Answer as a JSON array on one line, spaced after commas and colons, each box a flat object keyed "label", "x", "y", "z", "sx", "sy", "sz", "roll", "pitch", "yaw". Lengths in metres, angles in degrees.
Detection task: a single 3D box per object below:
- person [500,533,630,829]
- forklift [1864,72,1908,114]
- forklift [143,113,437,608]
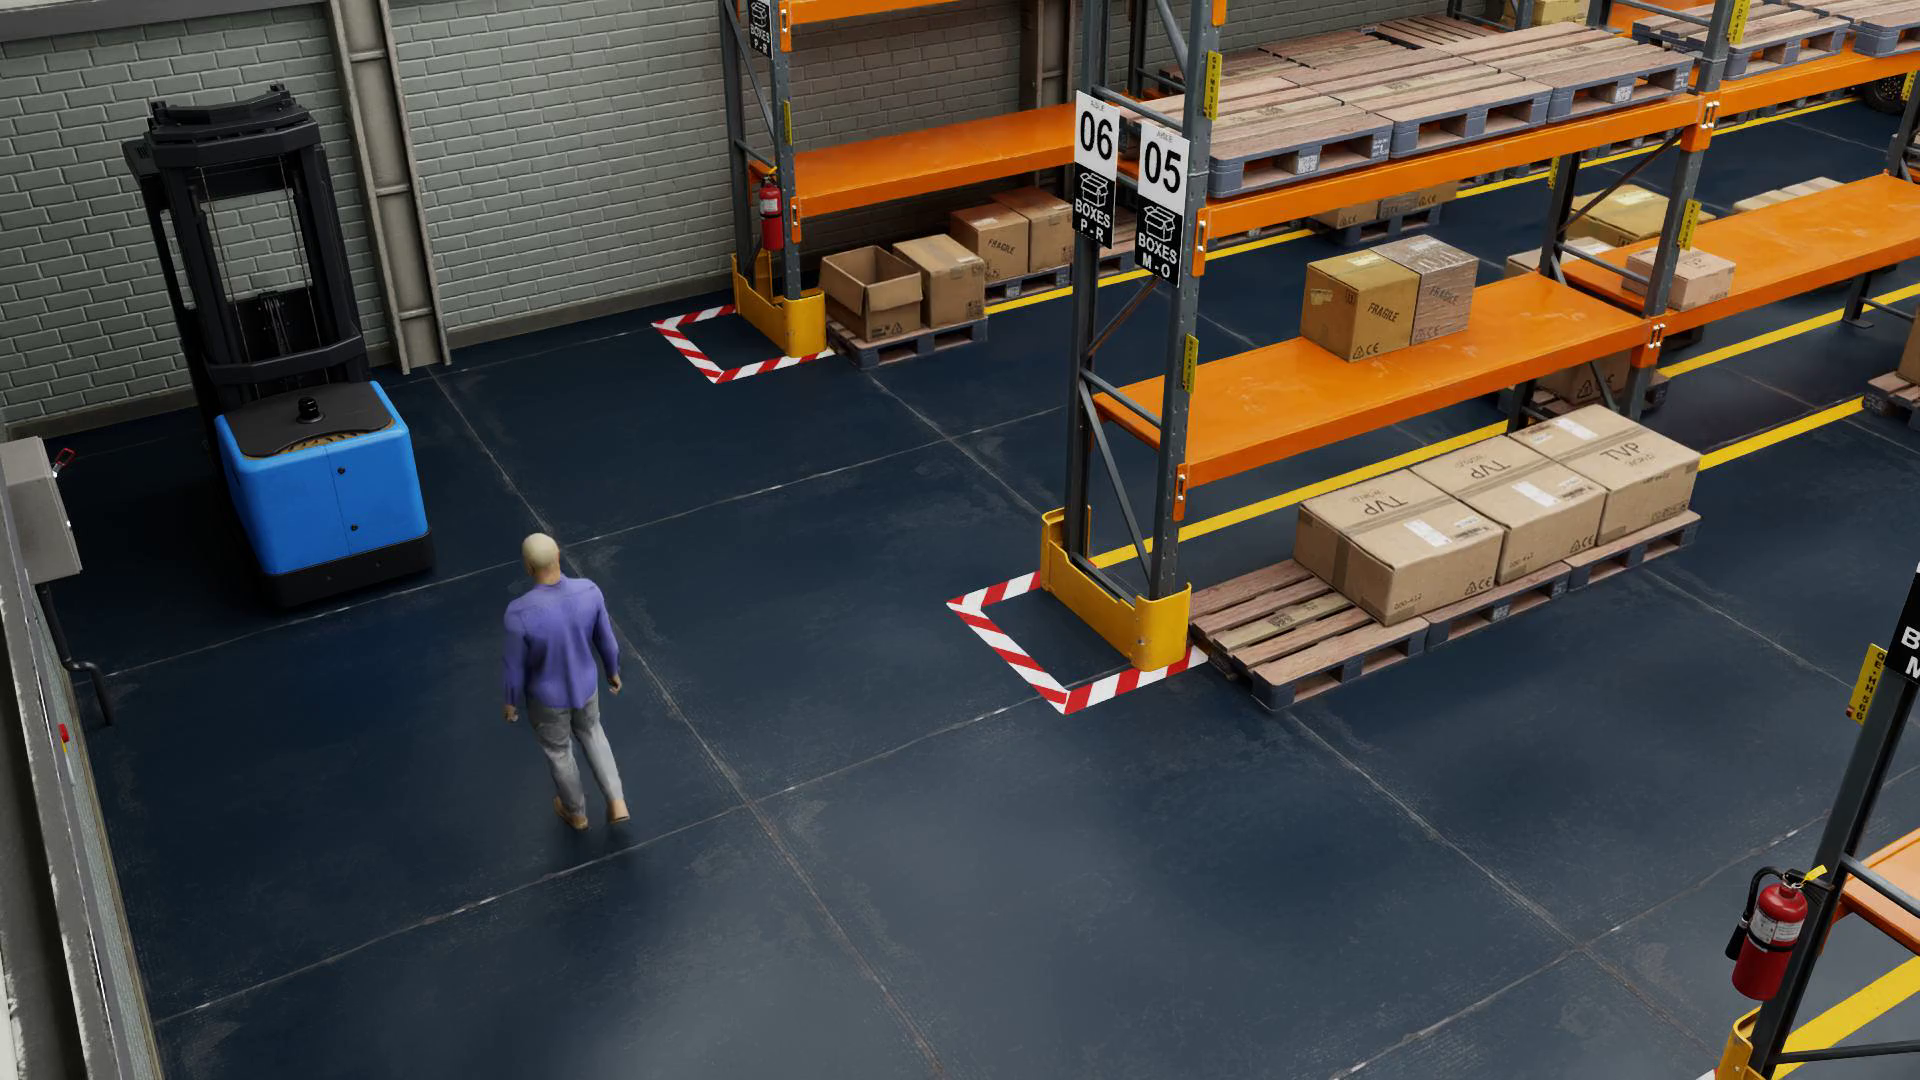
[{"label": "person", "x": -1.965, "y": 0.753, "z": 8.290, "sx": 0.600, "sy": 1.779, "sz": 0.468, "roll": -22, "pitch": 38, "yaw": -32}, {"label": "forklift", "x": 11.468, "y": -5.645, "z": 18.244, "sx": 1.214, "sy": 2.155, "sz": 2.313, "roll": -17, "pitch": 36, "yaw": -26}, {"label": "forklift", "x": -4.289, "y": -1.259, "z": 10.509, "sx": 1.129, "sy": 2.768, "sz": 1.873, "roll": -17, "pitch": 36, "yaw": -26}]
